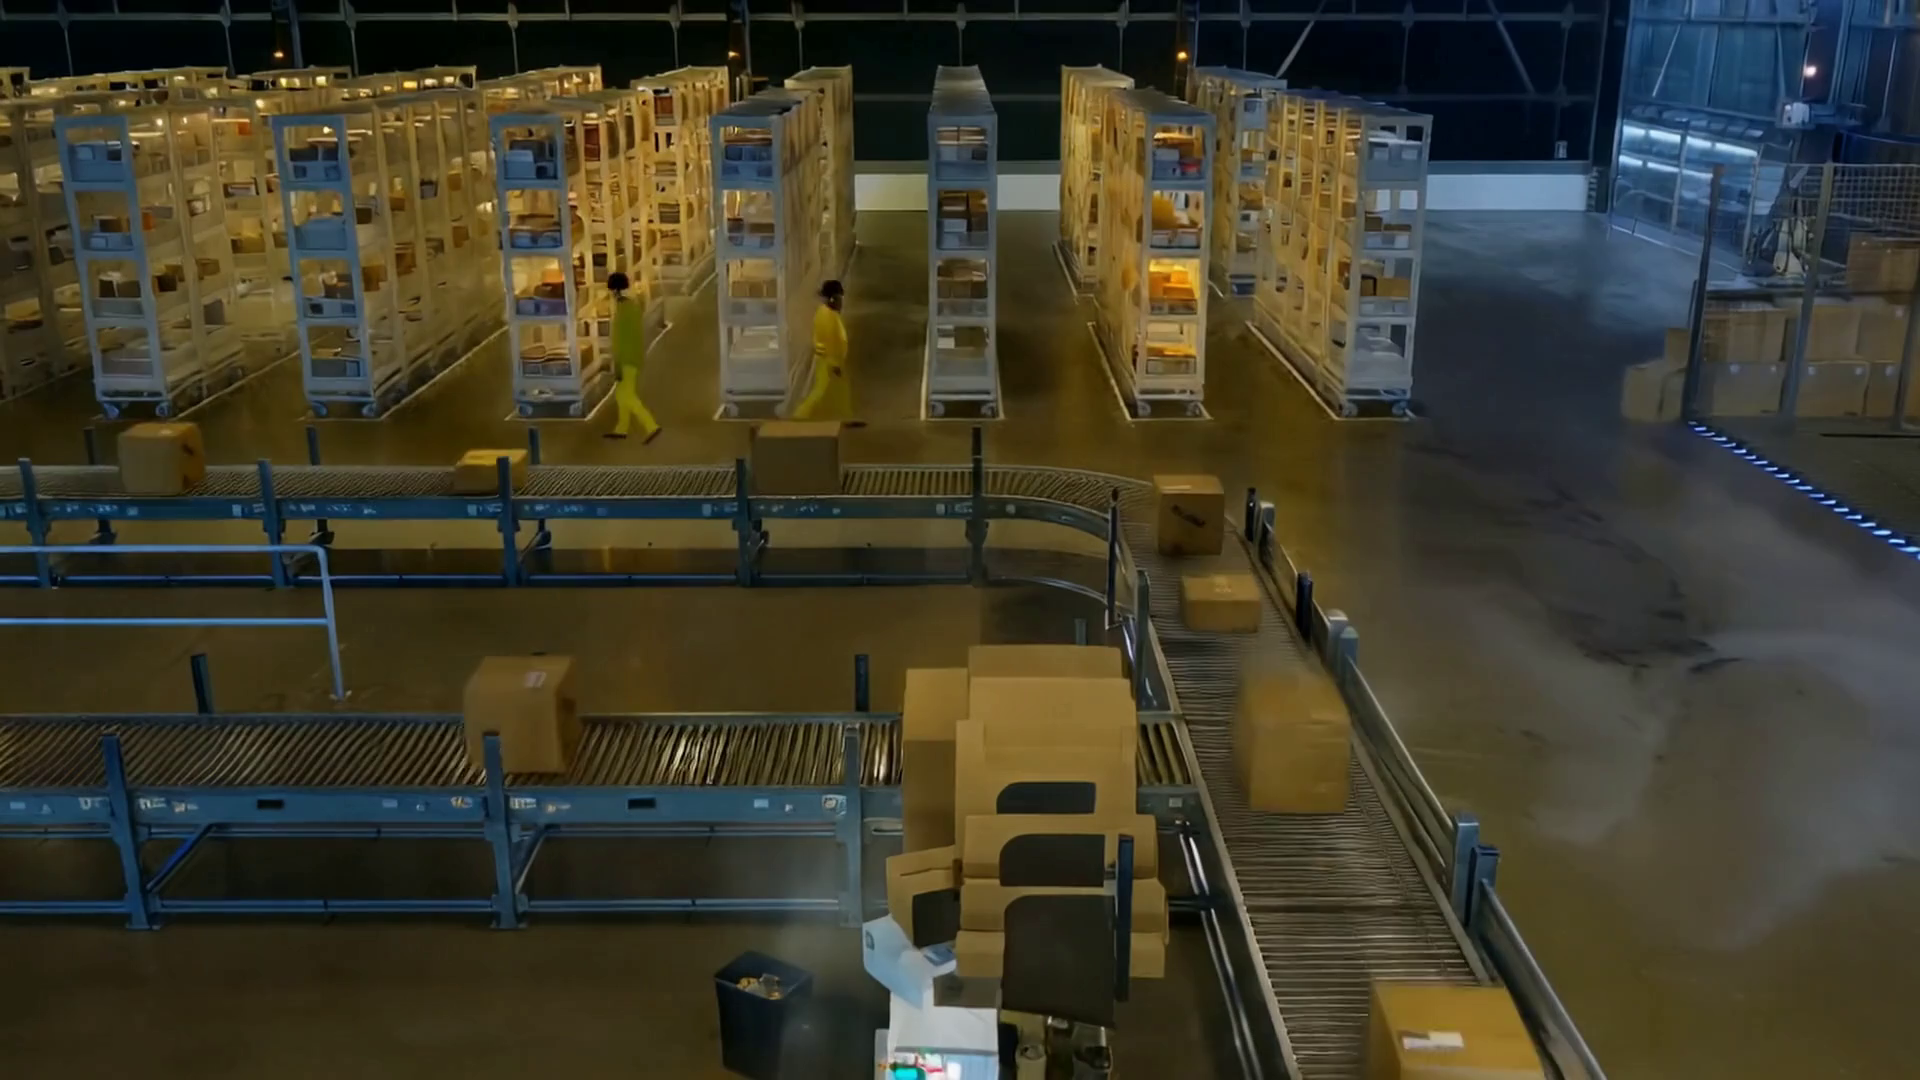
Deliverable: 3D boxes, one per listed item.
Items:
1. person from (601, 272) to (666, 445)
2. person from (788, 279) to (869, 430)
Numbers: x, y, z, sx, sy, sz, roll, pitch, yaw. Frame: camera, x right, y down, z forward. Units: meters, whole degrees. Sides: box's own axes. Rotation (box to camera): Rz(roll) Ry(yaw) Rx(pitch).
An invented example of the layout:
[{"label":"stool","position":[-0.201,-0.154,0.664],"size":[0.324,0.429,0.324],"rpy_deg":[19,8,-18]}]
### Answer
[{"label":"person","position":[-3.706,-2.027,18.695],"size":[0.780,1.976,0.628],"rpy_deg":[4,18,11]},{"label":"person","position":[-1.562,-2.129,19.298],"size":[0.886,1.799,0.584],"rpy_deg":[1,18,4]}]
